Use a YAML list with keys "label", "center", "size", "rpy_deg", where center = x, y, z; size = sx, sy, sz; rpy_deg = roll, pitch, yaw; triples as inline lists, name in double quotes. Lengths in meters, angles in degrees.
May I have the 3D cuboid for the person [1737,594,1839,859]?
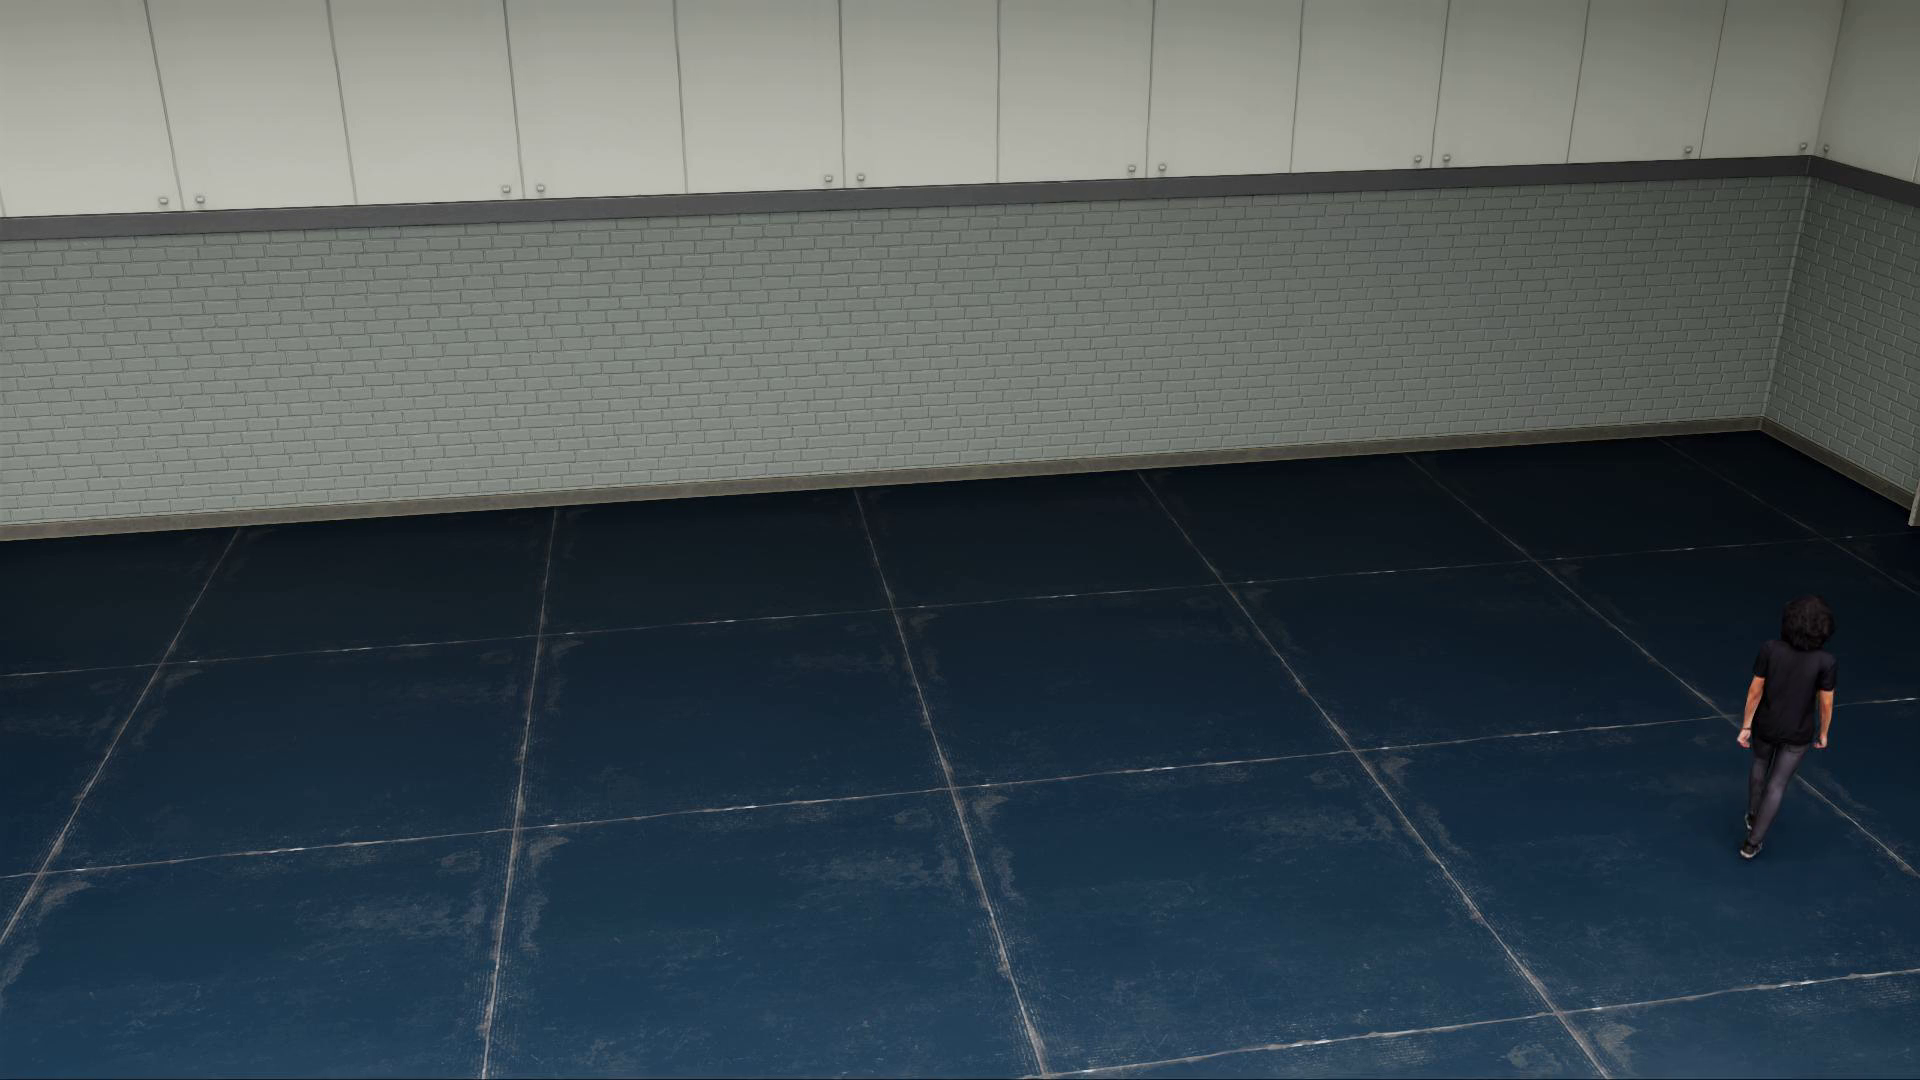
- label: "person"
  center: [5.248, 1.233, 10.650]
  size: [0.921, 1.812, 0.978]
  rpy_deg: [16, 28, 33]
